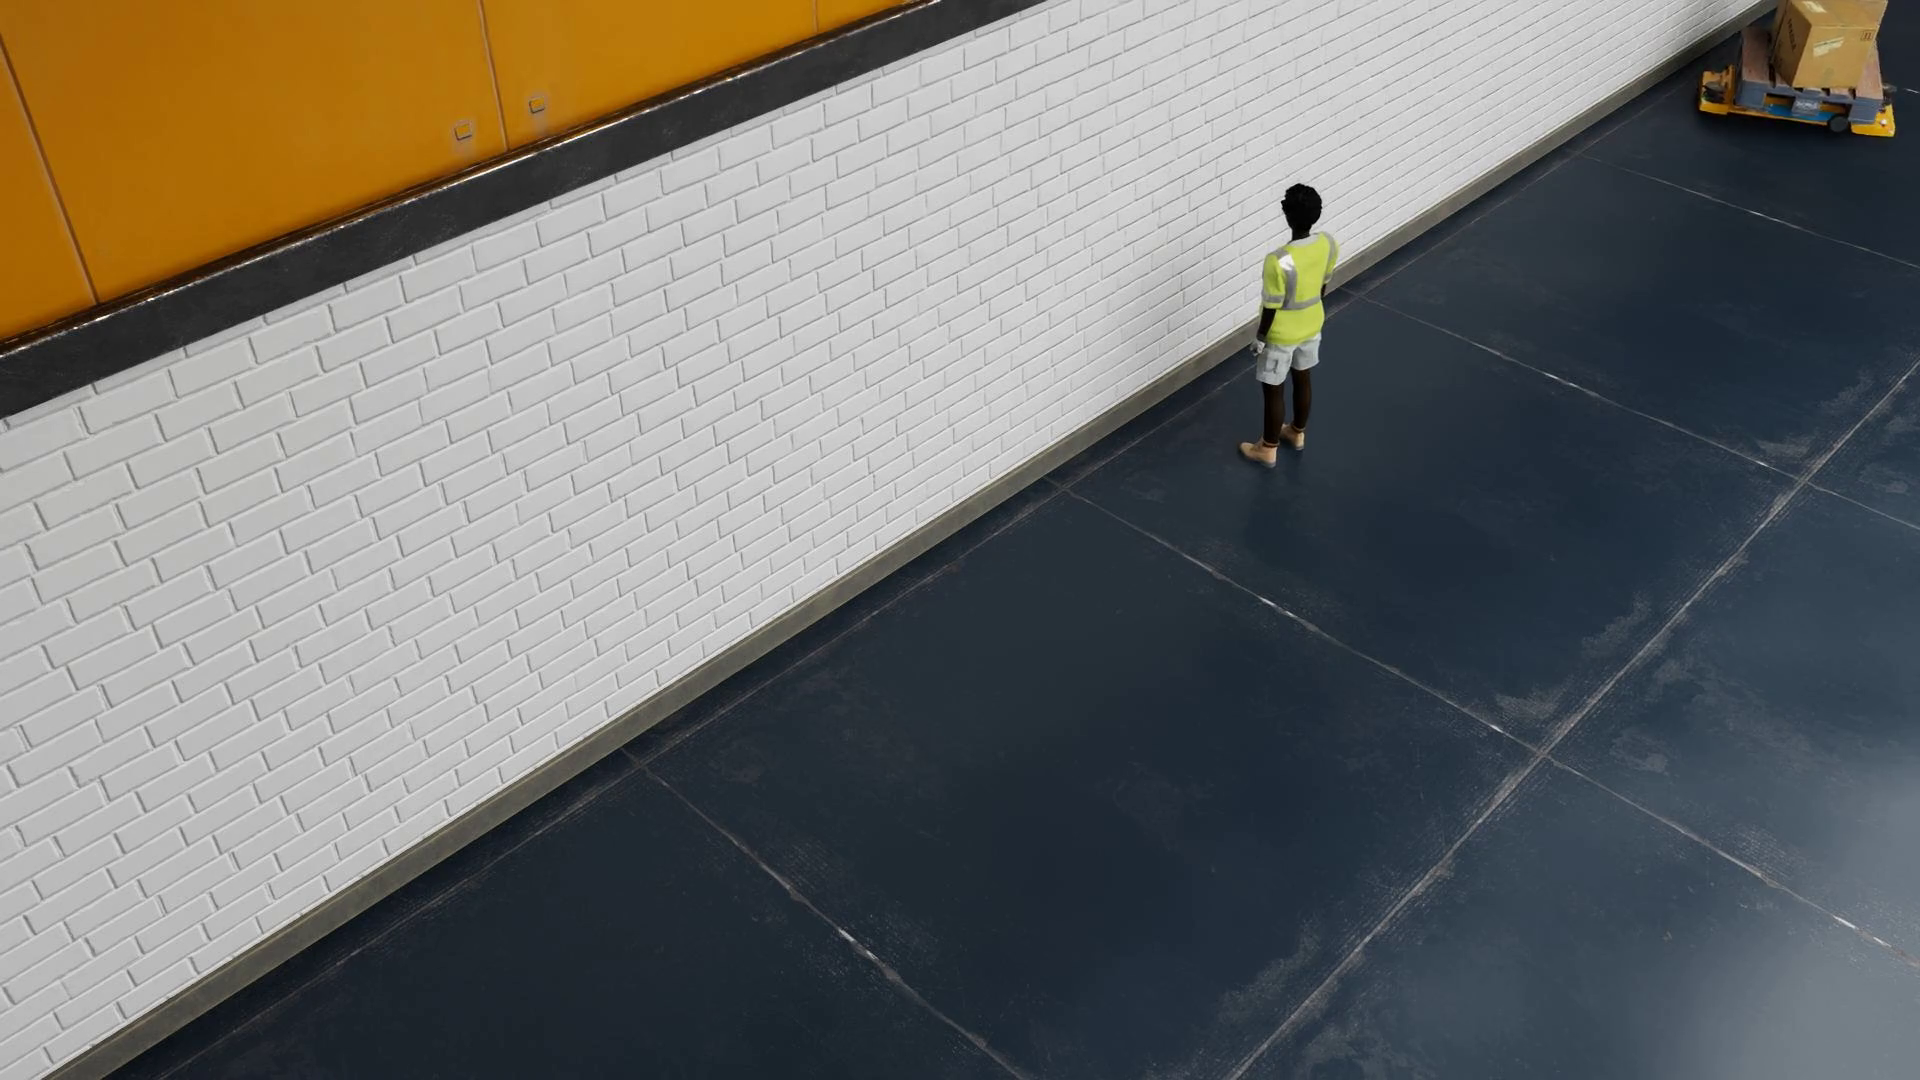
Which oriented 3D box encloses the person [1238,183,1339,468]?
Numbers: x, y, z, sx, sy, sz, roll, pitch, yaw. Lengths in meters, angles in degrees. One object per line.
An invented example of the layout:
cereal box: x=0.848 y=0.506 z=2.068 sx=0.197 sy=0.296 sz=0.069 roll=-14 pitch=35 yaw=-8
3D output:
person: x=1.826 y=-1.181 z=9.249 sx=0.536 sy=1.698 sz=0.320 roll=-26 pitch=45 yaw=-28

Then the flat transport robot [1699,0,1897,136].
flat transport robot: x=6.722 y=-3.548 z=13.355 sx=1.431 sy=0.231 sz=0.659 roll=13 pitch=41 yaw=16
